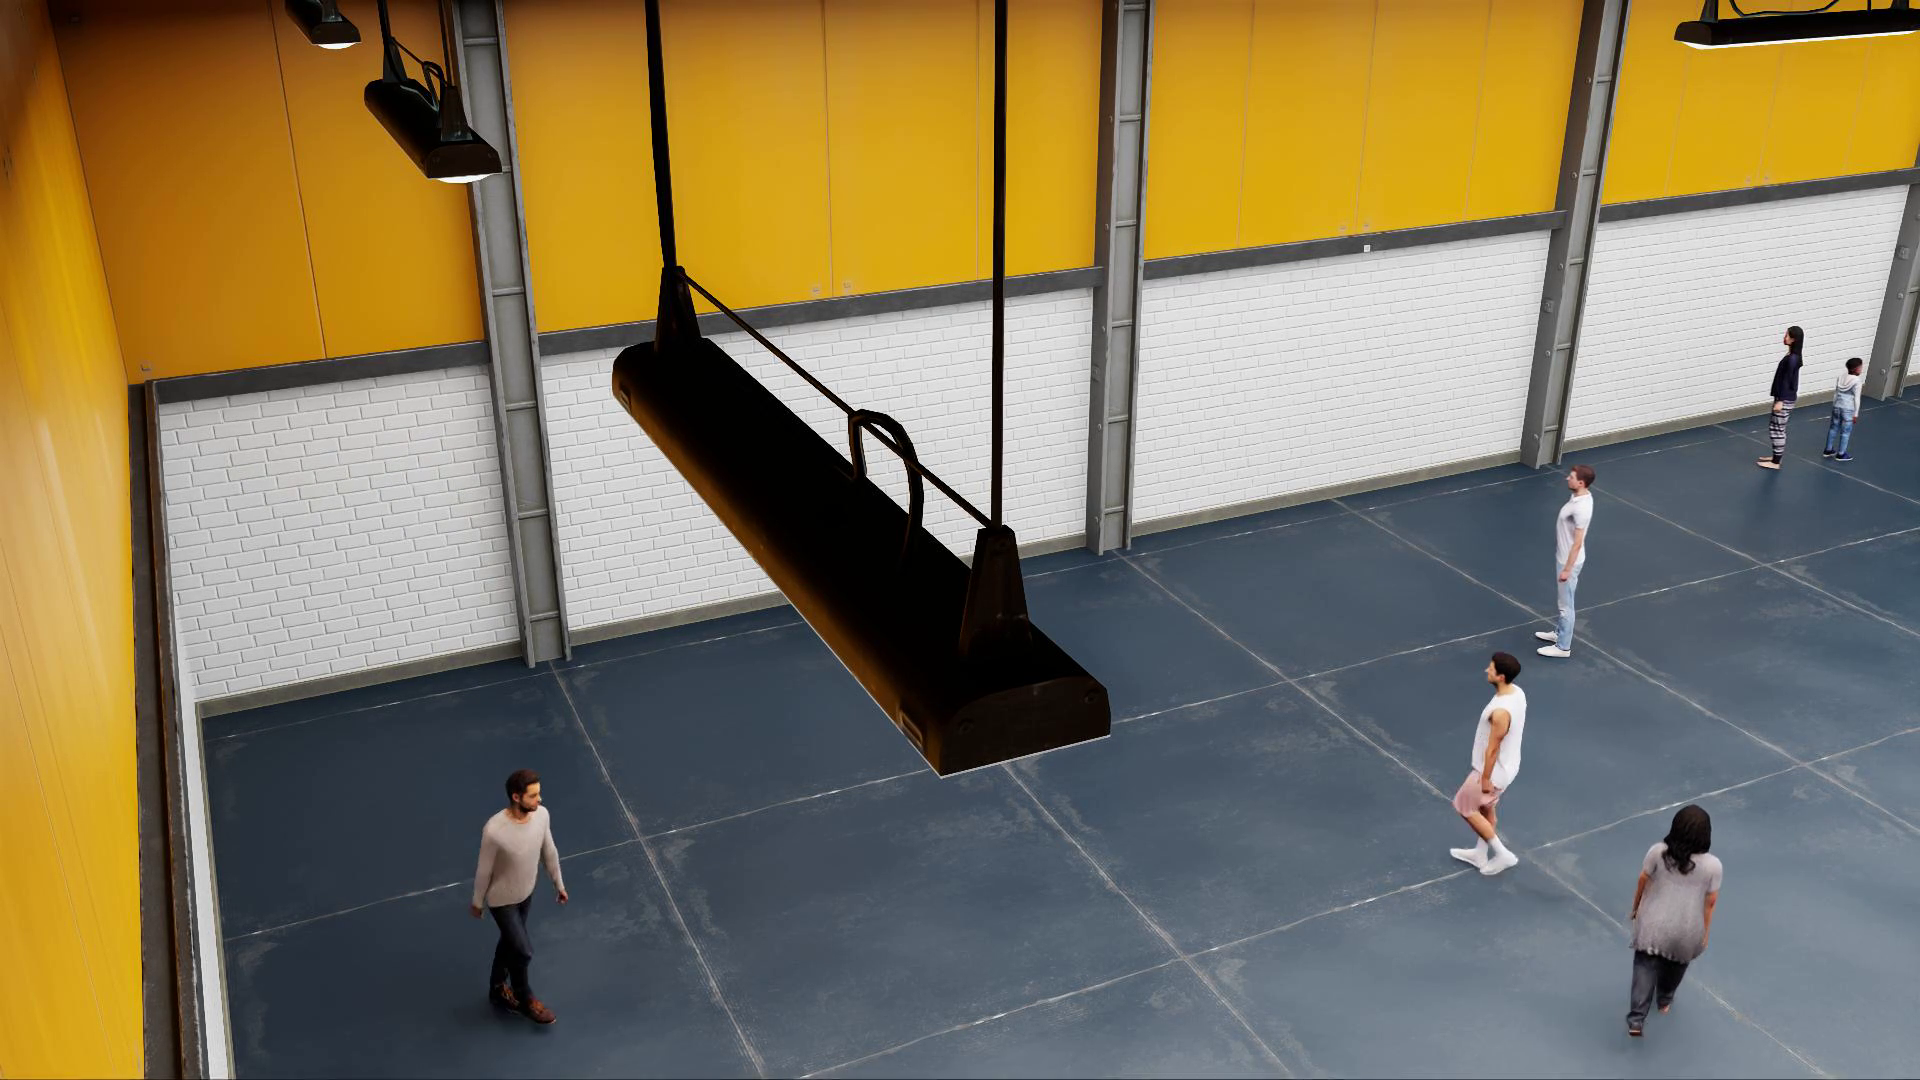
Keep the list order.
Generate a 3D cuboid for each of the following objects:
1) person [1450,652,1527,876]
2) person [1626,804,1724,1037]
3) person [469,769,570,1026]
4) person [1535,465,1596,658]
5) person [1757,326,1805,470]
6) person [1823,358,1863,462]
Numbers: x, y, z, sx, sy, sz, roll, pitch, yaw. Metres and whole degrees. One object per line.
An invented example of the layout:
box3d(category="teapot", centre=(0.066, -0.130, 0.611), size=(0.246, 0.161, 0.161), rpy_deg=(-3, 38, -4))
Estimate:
box3d(category="person", centre=(3.929, 1.650, 12.002), size=(0.875, 1.775, 0.830), rpy_deg=(16, 28, 32))
box3d(category="person", centre=(4.464, 2.426, 10.467), size=(0.983, 1.585, 1.088), rpy_deg=(11, 26, 23))
box3d(category="person", centre=(-2.913, 2.259, 10.562), size=(0.955, 1.814, 0.911), rpy_deg=(18, 29, 35))
box3d(category="person", centre=(5.609, 0.178, 15.276), size=(0.767, 1.851, 0.714), rpy_deg=(8, 25, 17))
box3d(category="person", centre=(9.777, -1.696, 19.711), size=(0.723, 1.732, 0.649), rpy_deg=(10, 26, 22))
box3d(category="person", centre=(10.673, -1.592, 20.063), size=(0.481, 1.260, 0.472), rpy_deg=(-11, 26, -23))
